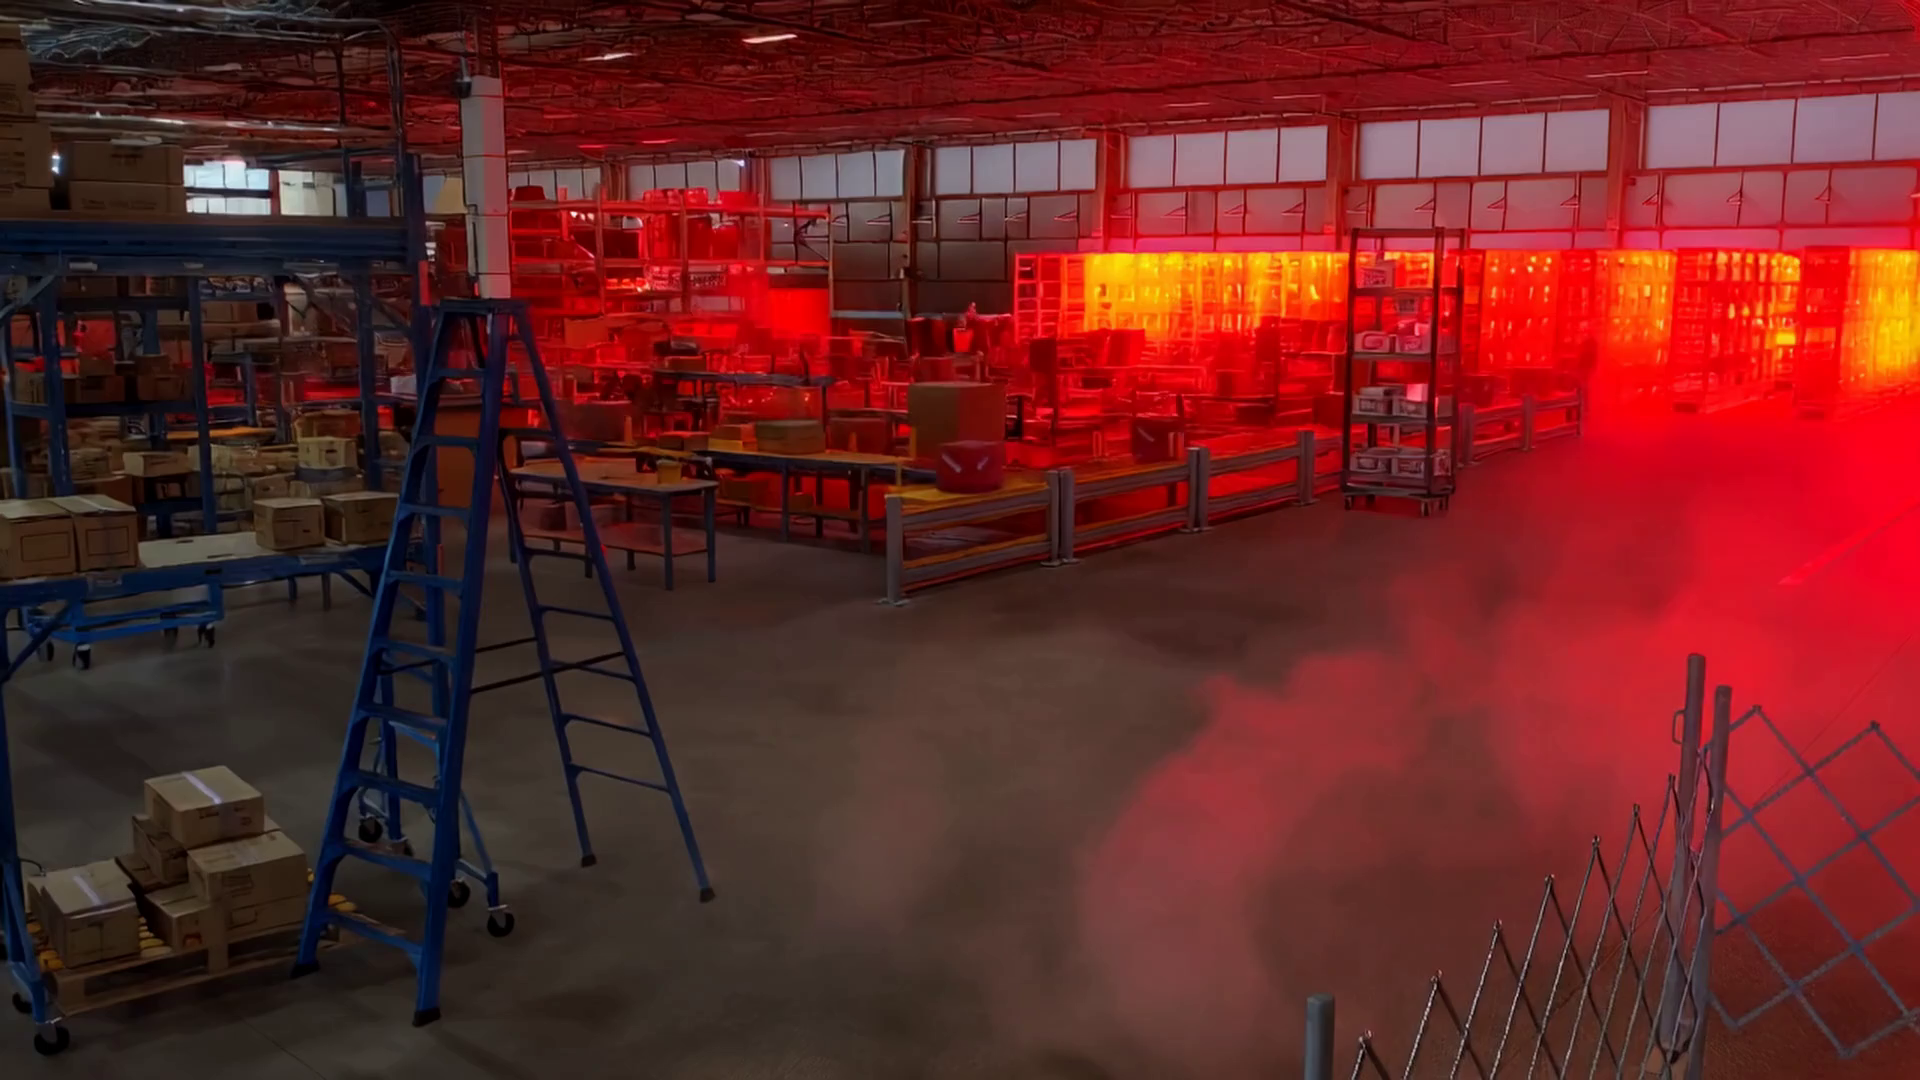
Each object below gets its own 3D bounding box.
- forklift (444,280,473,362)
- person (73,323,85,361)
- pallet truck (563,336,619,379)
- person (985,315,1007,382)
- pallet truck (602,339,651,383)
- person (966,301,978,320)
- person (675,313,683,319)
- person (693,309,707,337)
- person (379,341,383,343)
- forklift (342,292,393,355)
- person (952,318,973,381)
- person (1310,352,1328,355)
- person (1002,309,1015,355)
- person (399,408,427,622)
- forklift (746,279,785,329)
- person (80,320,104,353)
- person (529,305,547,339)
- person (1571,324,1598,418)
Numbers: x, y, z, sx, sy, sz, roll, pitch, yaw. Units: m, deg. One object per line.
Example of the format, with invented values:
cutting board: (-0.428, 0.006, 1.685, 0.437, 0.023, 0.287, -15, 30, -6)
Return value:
forklift: (-15.144, -6.454, 50.313, 1.129, 2.768, 1.873, 7, 11, 37)
person: (-25.222, -5.438, 47.847, 0.498, 1.633, 0.278, -8, 12, -39)
pallet truck: (-10.690, -5.294, 48.215, 1.601, 1.201, 0.680, -5, 10, -26)
person: (1.014, -5.424, 47.045, 0.652, 1.875, 0.873, -1, 9, -5)
pallet truck: (-8.991, -4.871, 45.351, 0.653, 1.274, 1.630, 7, 11, 37)
person: (0.545, -8.697, 67.287, 0.579, 1.921, 0.480, -5, 11, -30)
person: (-8.771, -6.182, 51.993, 0.894, 1.788, 0.608, 8, 12, 40)
person: (-8.387, -6.502, 53.632, 0.625, 1.920, 0.906, 7, 11, 36)
person: (-16.703, -5.421, 47.662, 0.347, 1.656, 0.669, -5, 11, -30)
forklift: (-16.485, -5.622, 45.120, 1.129, 2.768, 1.873, 7, 11, 37)
person: (0.069, -5.091, 45.013, 0.564, 1.848, 0.390, 3, 9, 16)
person: (8.886, -4.403, 40.907, 0.622, 1.794, 0.412, -2, 9, -13)
person: (1.797, -7.733, 61.872, 0.485, 1.735, 0.343, -1, 9, -9)
person: (-4.738, -0.222, 14.558, 0.326, 1.871, 0.520, -6, 11, -32)
forklift: (-7.447, -8.234, 61.420, 1.129, 2.768, 1.873, 7, 11, 37)
person: (-21.265, -4.427, 40.695, 0.651, 1.906, 0.403, 3, 10, 20)
person: (-15.490, -7.722, 61.345, 0.679, 1.867, 0.890, 5, 11, 30)
person: (13.099, -3.548, 35.004, 0.614, 1.973, 0.616, 9, 13, 44)
